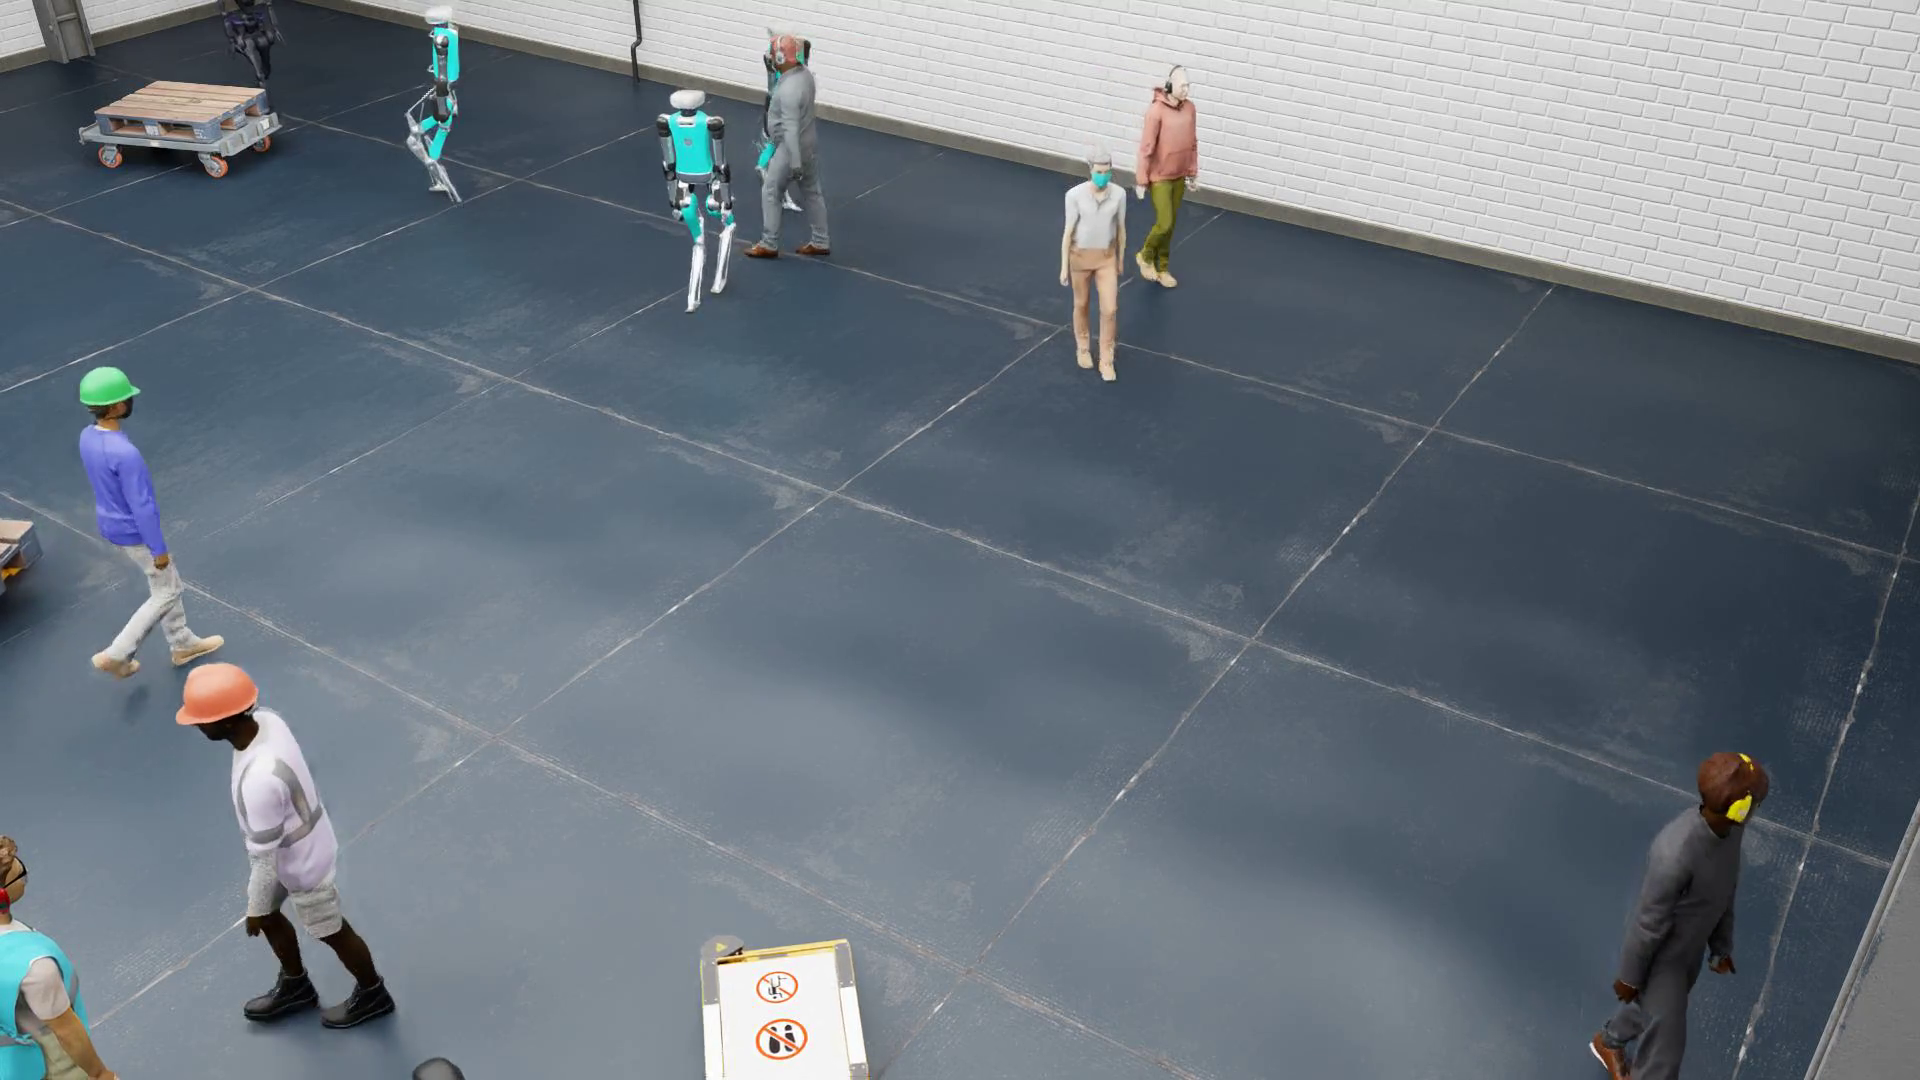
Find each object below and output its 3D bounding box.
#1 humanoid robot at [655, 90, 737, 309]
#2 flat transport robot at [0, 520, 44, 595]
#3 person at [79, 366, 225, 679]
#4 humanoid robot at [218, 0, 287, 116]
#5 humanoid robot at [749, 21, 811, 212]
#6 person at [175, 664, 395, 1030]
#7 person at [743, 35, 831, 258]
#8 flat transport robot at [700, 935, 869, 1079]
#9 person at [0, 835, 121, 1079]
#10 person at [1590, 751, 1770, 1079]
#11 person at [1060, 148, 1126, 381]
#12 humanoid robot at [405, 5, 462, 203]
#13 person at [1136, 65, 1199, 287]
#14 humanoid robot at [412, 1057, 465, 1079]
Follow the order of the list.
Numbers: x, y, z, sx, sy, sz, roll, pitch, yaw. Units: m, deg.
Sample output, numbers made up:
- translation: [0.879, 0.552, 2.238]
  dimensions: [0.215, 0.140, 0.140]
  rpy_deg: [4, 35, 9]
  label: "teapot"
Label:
- translation: [-2.007, -2.724, 13.156]
  dimensions: [0.545, 1.805, 0.743]
  rpy_deg: [5, 33, 8]
  label: "humanoid robot"
- translation: [-6.108, 0.402, 9.630]
  dimensions: [0.659, 0.231, 1.431]
  rpy_deg: [3, 33, 5]
  label: "flat transport robot"
- translation: [-4.445, -0.033, 8.852]
  dimensions: [0.489, 1.849, 0.622]
  rpy_deg: [25, 40, 33]
  label: "person"
- translation: [-7.338, -5.245, 17.175]
  dimensions: [0.786, 1.648, 0.609]
  rpy_deg: [28, 42, 36]
  label: "humanoid robot"
- translation: [-1.657, -3.666, 14.632]
  dimensions: [0.737, 1.822, 0.548]
  rpy_deg: [20, 38, 28]
  label: "humanoid robot"
- translation: [-2.799, 1.300, 6.710]
  dimensions: [0.728, 1.908, 0.558]
  rpy_deg: [-15, 36, -21]
  label: "person"
- translation: [-1.493, -3.260, 13.843]
  dimensions: [0.835, 1.873, 0.651]
  rpy_deg: [7, 33, 11]
  label: "person"
- translation: [-0.713, 2.192, 6.846]
  dimensions: [0.659, 0.231, 1.431]
  rpy_deg: [-5, 33, -8]
  label: "flat transport robot"
- translation: [-3.294, 1.826, 5.957]
  dimensions: [0.567, 1.843, 0.374]
  rpy_deg: [16, 36, 23]
  label: "person"
- translation: [2.775, 1.606, 6.312]
  dimensions: [0.563, 1.833, 0.670]
  rpy_deg: [-25, 40, -33]
  label: "person"
- translation: [0.960, -1.979, 11.986]
  dimensions: [0.486, 1.721, 0.683]
  rpy_deg: [-1, 33, -2]
  label: "person"
- translation: [-4.791, -3.871, 14.964]
  dimensions: [0.765, 1.824, 0.540]
  rpy_deg: [-2, 33, -4]
  label: "humanoid robot"
- translation: [1.678, -2.898, 13.324]
  dimensions: [0.559, 1.824, 0.437]
  rpy_deg: [-22, 39, -30]
  label: "person"
- translation: [-1.558, 2.276, 5.404]
  dimensions: [0.325, 1.650, 0.589]
  rpy_deg: [28, 42, 36]
  label: "humanoid robot"
